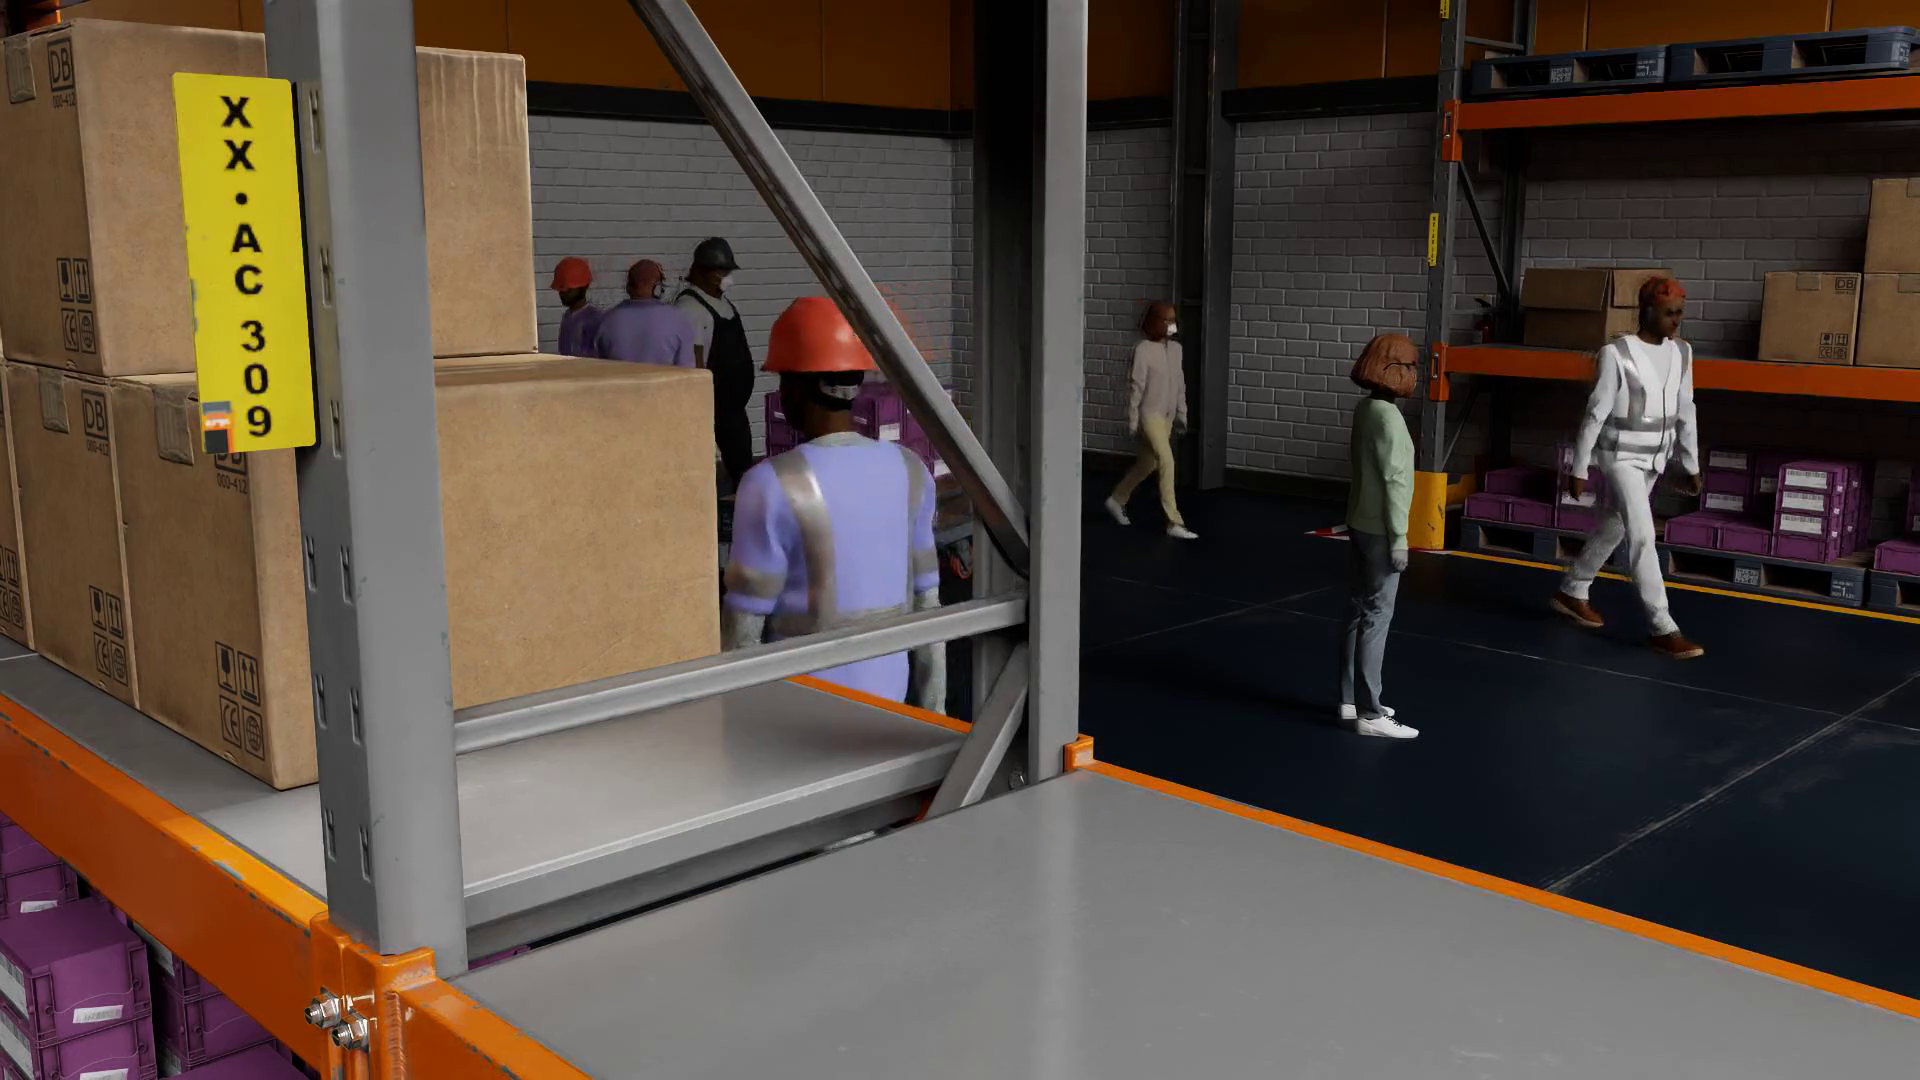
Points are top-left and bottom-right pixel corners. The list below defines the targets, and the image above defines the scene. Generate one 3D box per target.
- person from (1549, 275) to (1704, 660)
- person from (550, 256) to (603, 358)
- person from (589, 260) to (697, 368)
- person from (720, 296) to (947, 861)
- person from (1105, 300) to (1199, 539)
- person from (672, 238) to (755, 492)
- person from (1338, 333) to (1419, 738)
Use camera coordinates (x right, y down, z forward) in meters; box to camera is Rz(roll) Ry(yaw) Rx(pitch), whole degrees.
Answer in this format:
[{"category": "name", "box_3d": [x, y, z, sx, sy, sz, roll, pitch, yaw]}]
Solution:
[{"category": "person", "box_3d": [3.330, -0.391, 8.254, 0.620, 1.841, 1.014, -5, 12, -27]}, {"category": "person", "box_3d": [-2.431, -0.960, 11.205, 0.893, 1.894, 0.548, -6, 12, -31]}, {"category": "person", "box_3d": [-1.822, -0.718, 9.907, 0.686, 1.871, 0.754, 1, 10, 6]}, {"category": "person", "box_3d": [-0.316, 0.367, 3.996, 1.039, 1.881, 0.560, 10, 14, 43]}, {"category": "person", "box_3d": [1.300, -0.838, 11.335, 0.832, 1.600, 0.505, 9, 14, 41]}, {"category": "person", "box_3d": [-1.507, -0.957, 10.765, 0.964, 2.000, 0.712, 4, 11, 19]}, {"category": "person", "box_3d": [1.712, -0.022, 6.771, 0.288, 1.634, 0.499, 0, 10, -2]}]
